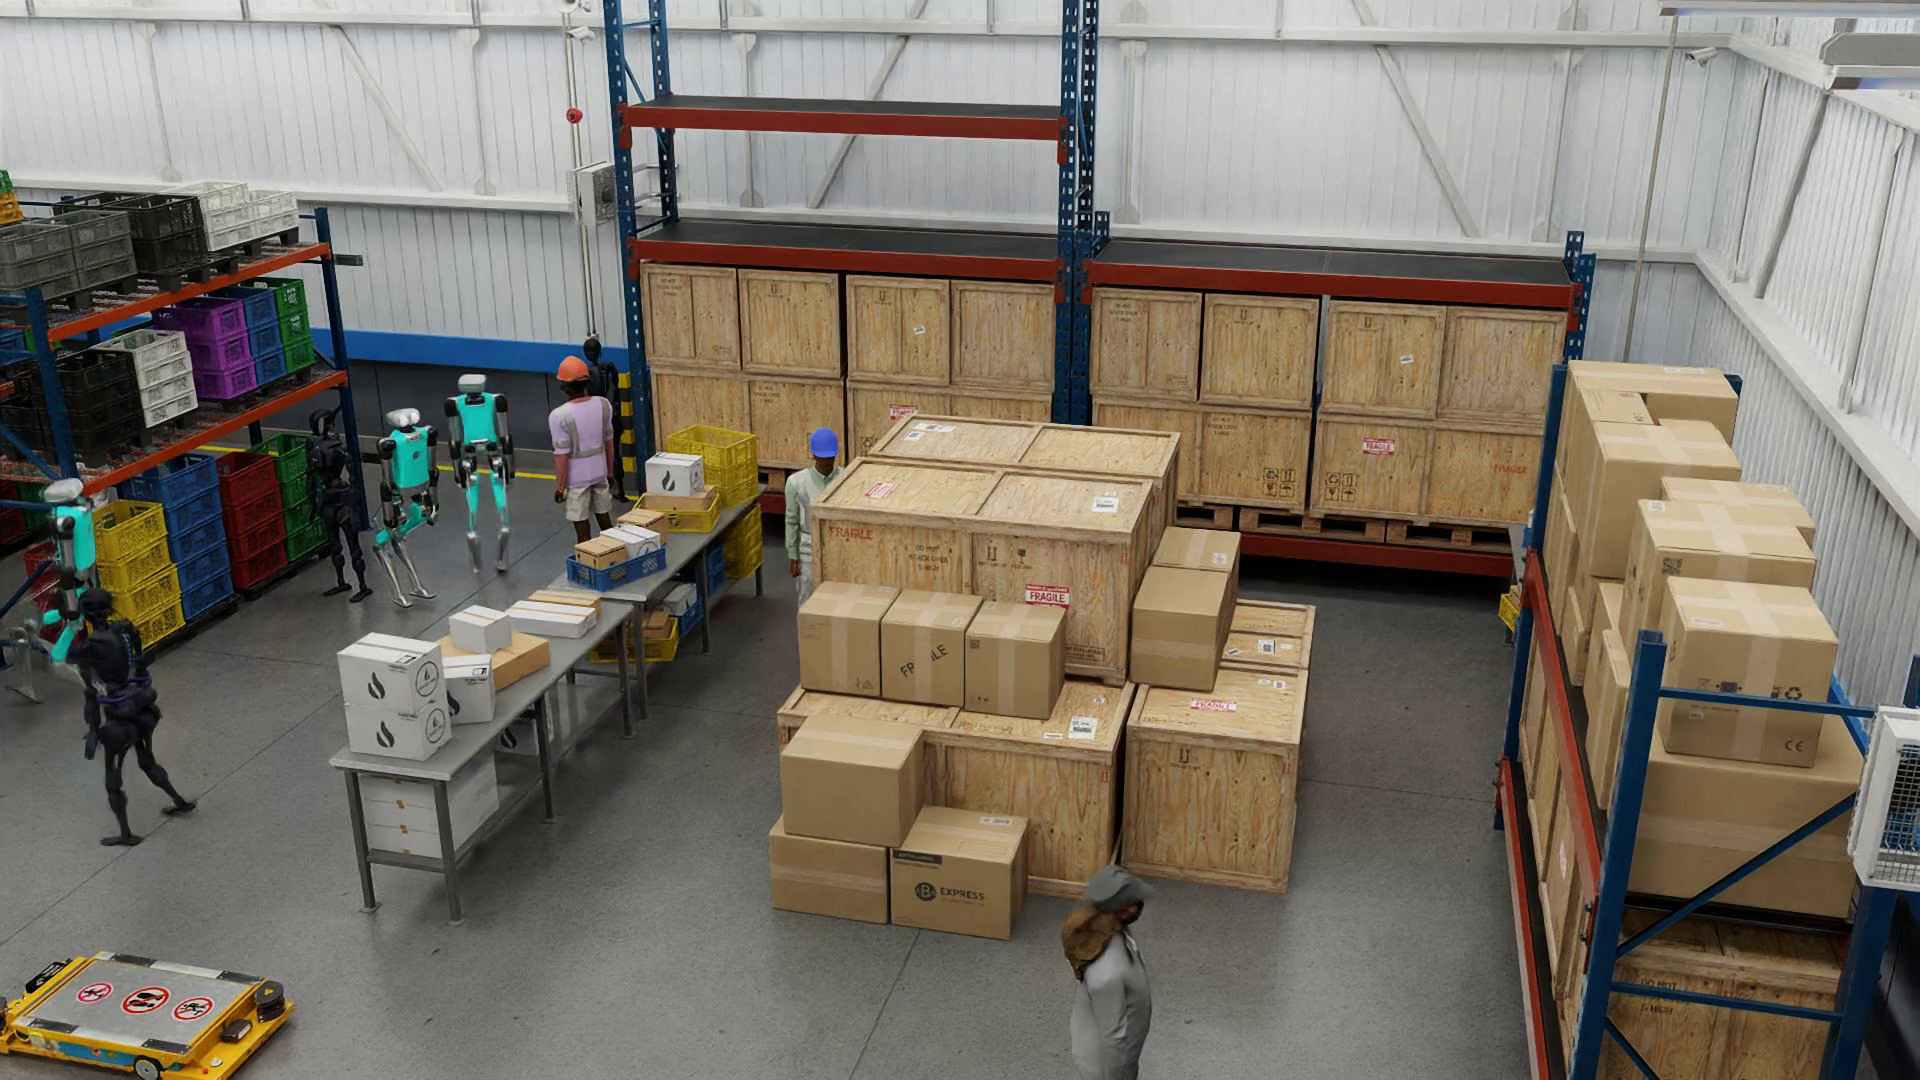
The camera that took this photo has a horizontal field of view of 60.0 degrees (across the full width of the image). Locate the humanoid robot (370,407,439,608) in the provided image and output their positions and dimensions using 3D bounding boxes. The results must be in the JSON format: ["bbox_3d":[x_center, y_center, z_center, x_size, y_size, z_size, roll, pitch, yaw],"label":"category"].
[{"bbox_3d":[-4.614,-0.297,13.631,0.740,1.698,0.531,15,25,33],"label":"humanoid robot"}]

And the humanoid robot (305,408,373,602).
[{"bbox_3d":[-5.181,-0.295,13.824,0.599,1.657,0.315,12,24,28],"label":"humanoid robot"}]

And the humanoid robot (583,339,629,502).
[{"bbox_3d":[-3.470,-1.127,16.008,0.315,1.653,0.599,16,26,36],"label":"humanoid robot"}]

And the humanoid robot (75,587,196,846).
[{"bbox_3d":[-5.151,1.067,10.292,0.384,1.641,0.609,4,21,10],"label":"humanoid robot"}]

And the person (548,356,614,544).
[{"bbox_3d":[-3.172,-0.540,13.976,0.394,2.043,0.607,17,27,37],"label":"person"}]

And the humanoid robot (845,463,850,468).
[{"bbox_3d":[-0.714,0.155,12.729,0.610,1.629,0.728,10,23,24],"label":"humanoid robot"}]

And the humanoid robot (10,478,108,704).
[{"bbox_3d":[-6.597,0.433,11.896,0.980,1.774,0.536,-4,21,-9],"label":"humanoid robot"}]

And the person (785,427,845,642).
[{"bbox_3d":[-1.012,0.087,12.466,0.601,1.949,0.389,-8,22,-20],"label":"person"}]

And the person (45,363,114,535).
[{"bbox_3d":[-7.595,-0.642,14.467,0.571,1.882,0.357,7,22,18],"label":"person"}]

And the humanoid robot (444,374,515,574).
[{"bbox_3d":[-4.092,-0.509,14.281,0.542,1.771,0.661,-5,21,-13],"label":"humanoid robot"}]

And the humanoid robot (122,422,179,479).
[{"bbox_3d":[-7.401,-0.891,15.382,0.531,1.833,0.689,-1,21,-3],"label":"humanoid robot"}]

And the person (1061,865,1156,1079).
[{"bbox_3d":[0.625,2.194,7.202,0.396,1.769,0.565,0,21,0],"label":"person"}]

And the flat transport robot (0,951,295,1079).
[{"bbox_3d":[-4.270,2.464,8.601,1.431,0.231,0.659,5,22,13],"label":"flat transport robot"}]
